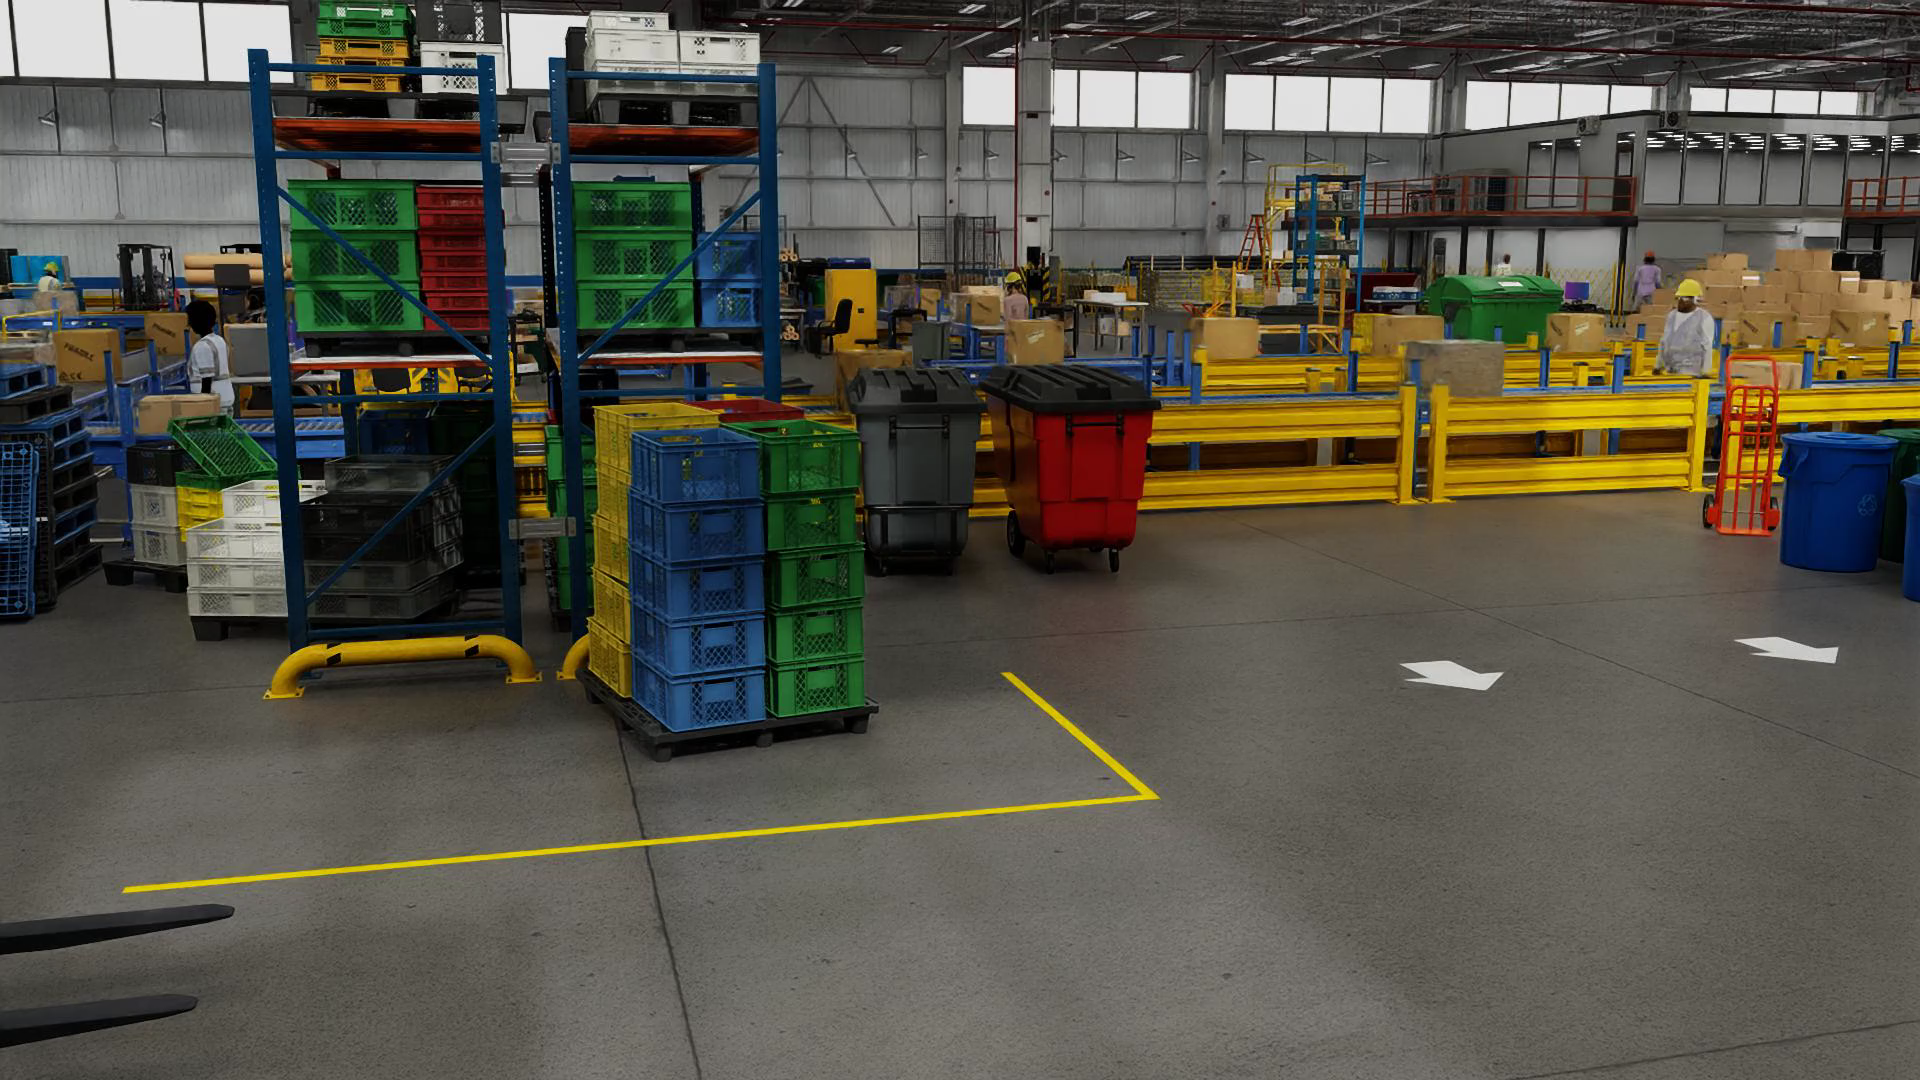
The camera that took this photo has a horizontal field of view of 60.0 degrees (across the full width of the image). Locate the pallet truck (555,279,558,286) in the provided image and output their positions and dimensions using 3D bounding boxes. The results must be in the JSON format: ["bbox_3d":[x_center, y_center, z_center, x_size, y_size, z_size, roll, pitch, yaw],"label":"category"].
[{"bbox_3d":[-10.604,-6.375,44.520,0.653,1.274,1.630,-3,10,-15],"label":"pallet truck"}]

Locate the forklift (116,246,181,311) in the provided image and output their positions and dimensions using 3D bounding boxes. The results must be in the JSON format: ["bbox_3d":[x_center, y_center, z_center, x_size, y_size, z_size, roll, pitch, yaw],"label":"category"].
[{"bbox_3d":[-19.966,-6.232,40.894,1.157,1.987,2.680,-3,10,-15],"label":"forklift"}]

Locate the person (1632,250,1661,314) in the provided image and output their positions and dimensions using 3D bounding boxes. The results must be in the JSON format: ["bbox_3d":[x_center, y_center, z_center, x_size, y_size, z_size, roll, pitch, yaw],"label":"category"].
[{"bbox_3d":[16.792,-6.064,40.702,0.638,2.023,0.447,1,10,8],"label":"person"}]

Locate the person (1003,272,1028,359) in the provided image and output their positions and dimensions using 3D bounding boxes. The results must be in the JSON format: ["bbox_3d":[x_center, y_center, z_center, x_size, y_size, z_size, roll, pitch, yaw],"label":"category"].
[{"bbox_3d":[0.762,-2.880,23.416,0.331,1.768,0.527,8,13,38],"label":"person"}]

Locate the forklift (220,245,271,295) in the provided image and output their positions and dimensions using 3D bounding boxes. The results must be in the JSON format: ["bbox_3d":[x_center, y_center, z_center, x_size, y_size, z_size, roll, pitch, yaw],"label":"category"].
[{"bbox_3d":[-17.749,-6.334,41.440,1.157,1.987,2.680,-3,10,-17],"label":"forklift"}]

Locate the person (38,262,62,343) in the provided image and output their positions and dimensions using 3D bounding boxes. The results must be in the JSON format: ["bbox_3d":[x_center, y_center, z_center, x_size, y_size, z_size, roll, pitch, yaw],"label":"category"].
[{"bbox_3d":[-18.276,-4.700,33.639,0.615,1.797,0.832,4,11,21],"label":"person"}]

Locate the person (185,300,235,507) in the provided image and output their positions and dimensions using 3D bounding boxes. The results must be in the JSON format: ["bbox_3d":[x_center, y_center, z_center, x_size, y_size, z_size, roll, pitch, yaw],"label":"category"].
[{"bbox_3d":[-6.093,-1.101,13.551,0.320,1.692,0.531,-2,10,-9],"label":"person"}]

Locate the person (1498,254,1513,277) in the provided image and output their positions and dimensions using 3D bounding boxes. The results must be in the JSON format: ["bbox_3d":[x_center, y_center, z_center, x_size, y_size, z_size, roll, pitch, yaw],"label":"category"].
[{"bbox_3d":[18.211,-8.562,55.365,0.584,1.845,0.903,-3,10,-15],"label":"person"}]

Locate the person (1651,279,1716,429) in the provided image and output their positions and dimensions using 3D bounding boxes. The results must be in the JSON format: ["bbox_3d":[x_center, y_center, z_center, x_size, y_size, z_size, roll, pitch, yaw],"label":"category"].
[{"bbox_3d":[7.638,-1.842,17.468,0.896,1.796,0.589,-3,11,-18],"label":"person"}]
